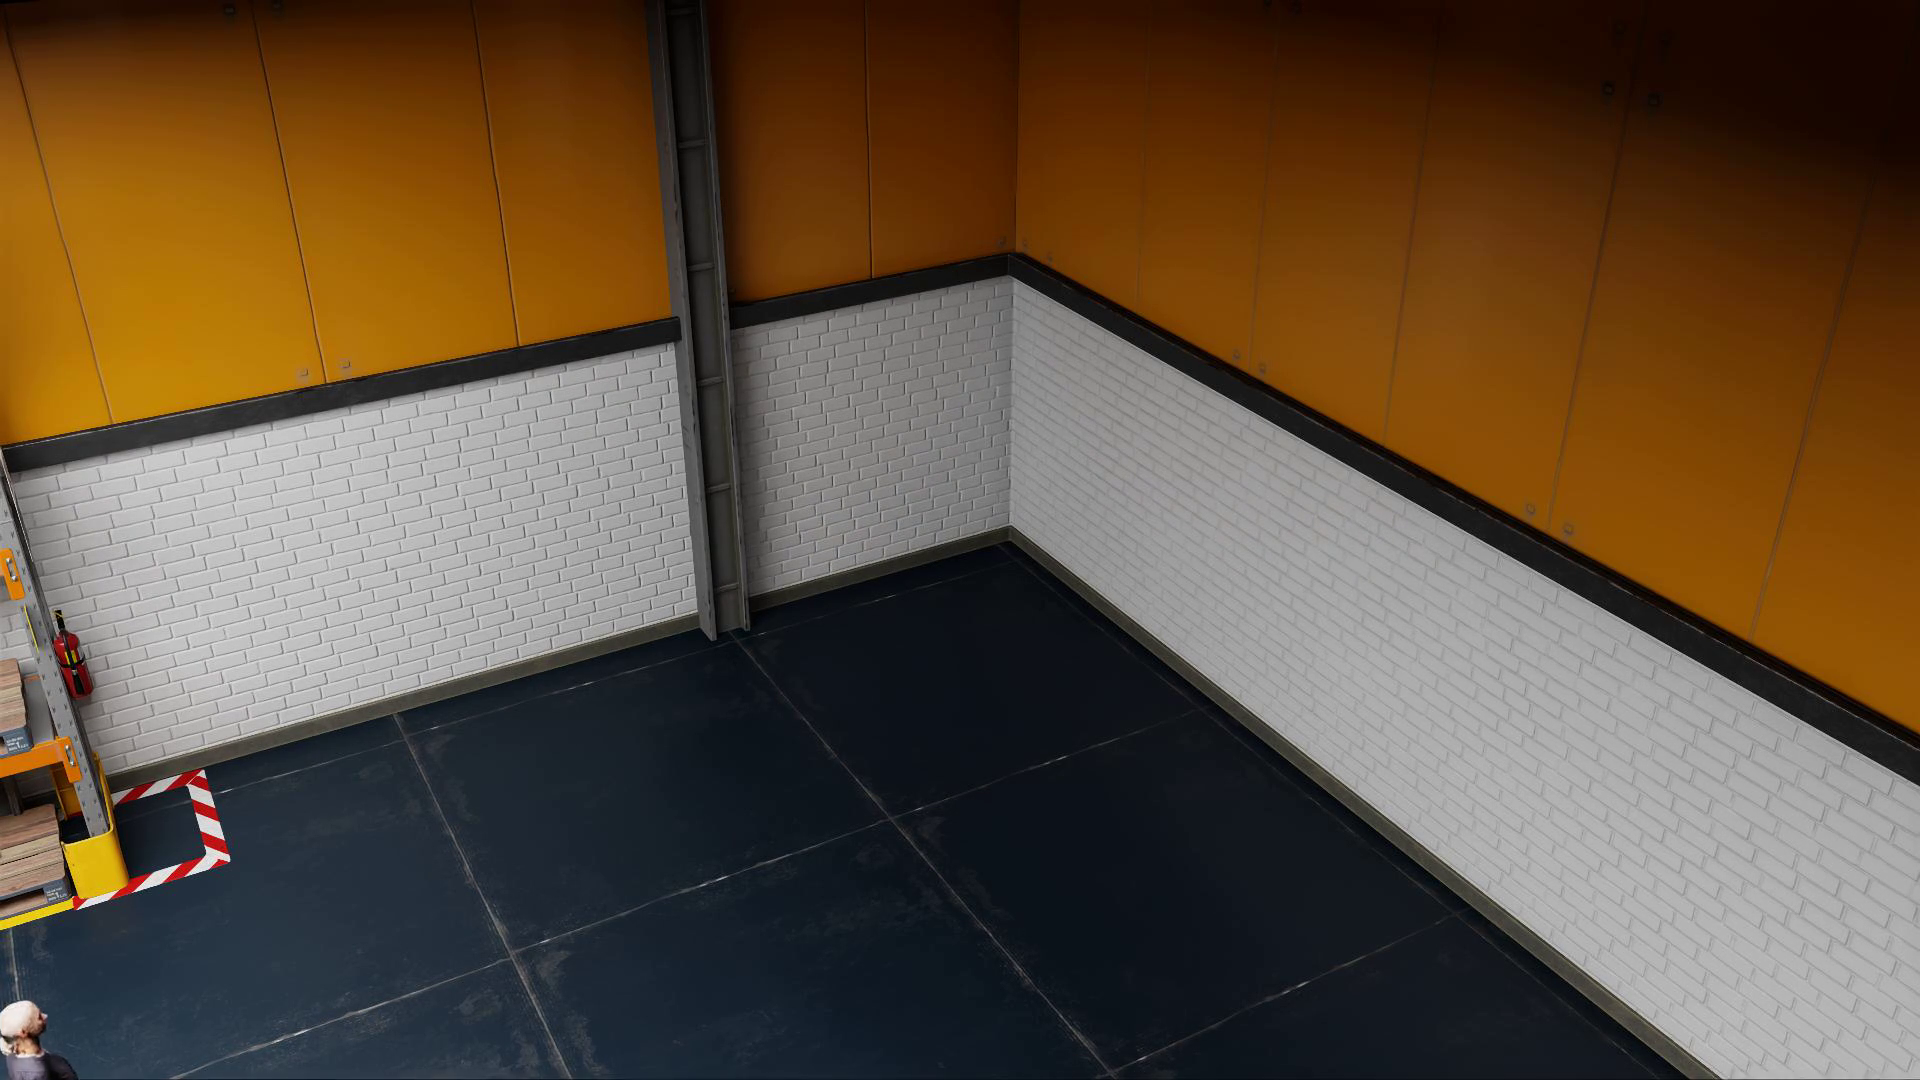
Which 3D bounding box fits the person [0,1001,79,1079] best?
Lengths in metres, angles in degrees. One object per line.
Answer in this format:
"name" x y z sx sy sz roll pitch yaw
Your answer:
"person" -5.022 3.265 9.110 1.063 1.703 0.761 -24 37 -37
